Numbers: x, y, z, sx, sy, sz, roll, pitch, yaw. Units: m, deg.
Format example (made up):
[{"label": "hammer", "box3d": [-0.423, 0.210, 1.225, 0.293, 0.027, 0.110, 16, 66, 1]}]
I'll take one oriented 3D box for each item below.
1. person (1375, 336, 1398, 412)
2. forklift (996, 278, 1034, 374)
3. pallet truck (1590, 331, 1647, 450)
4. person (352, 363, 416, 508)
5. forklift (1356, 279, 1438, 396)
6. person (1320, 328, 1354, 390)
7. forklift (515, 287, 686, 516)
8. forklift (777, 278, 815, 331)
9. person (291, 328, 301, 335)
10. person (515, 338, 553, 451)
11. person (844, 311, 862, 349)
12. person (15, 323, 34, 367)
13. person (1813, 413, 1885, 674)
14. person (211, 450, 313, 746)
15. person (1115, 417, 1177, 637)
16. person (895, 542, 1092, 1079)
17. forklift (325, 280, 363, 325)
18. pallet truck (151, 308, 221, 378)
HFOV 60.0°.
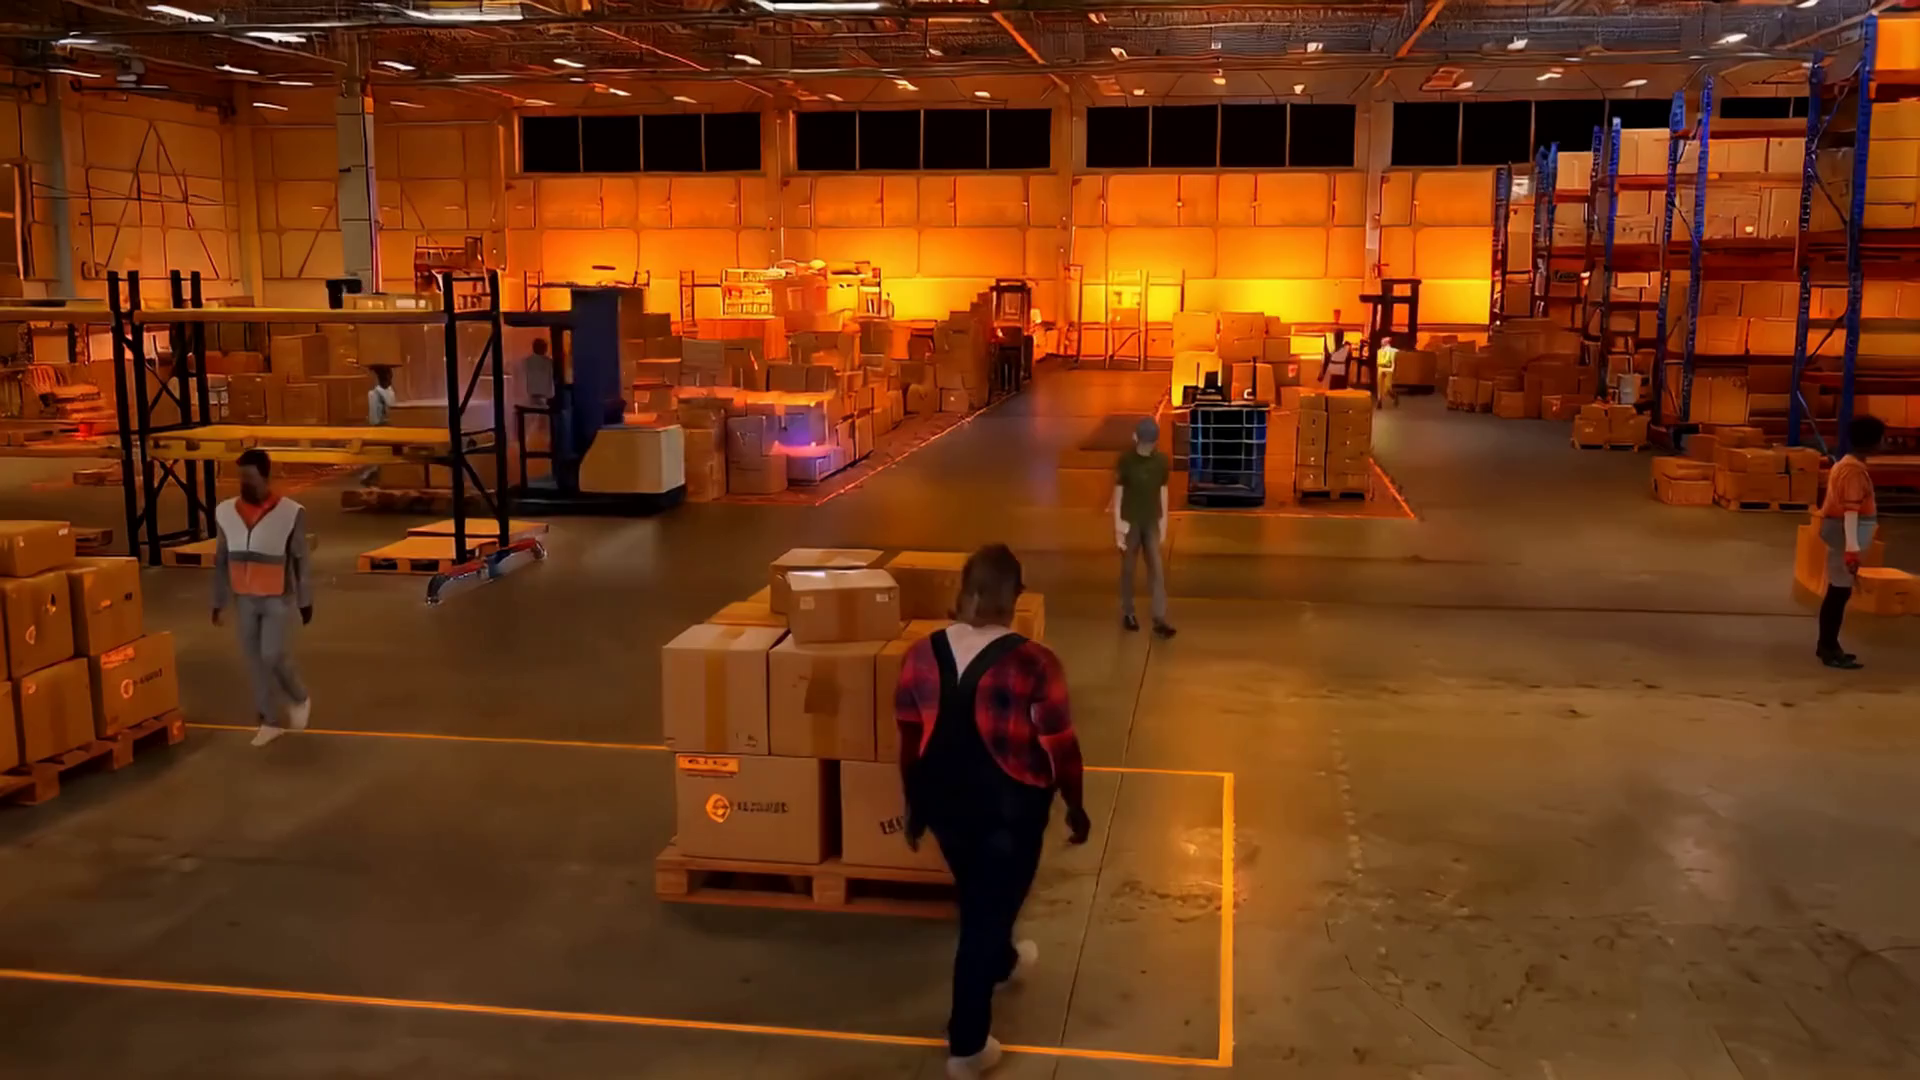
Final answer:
[{"label": "person", "box3d": [9.192, -3.565, 35.752, 0.451, 1.623, 0.536, -6, 11, -34]}, {"label": "forklift", "box3d": [1.512, -6.114, 47.625, 1.129, 2.768, 1.873, 1, 9, 9]}, {"label": "pallet truck", "box3d": [11.253, -2.573, 28.499, 0.823, 1.965, 1.885, 5, 10, 27]}, {"label": "person", "box3d": [-7.400, -1.325, 21.219, 0.782, 1.864, 0.580, 1, 9, 5]}, {"label": "forklift", "box3d": [10.670, -4.936, 40.359, 1.129, 2.768, 1.873, -3, 10, -21]}, {"label": "person", "box3d": [7.488, -3.249, 32.958, 0.646, 1.909, 0.395, 8, 12, 42]}, {"label": "forklift", "box3d": [-4.490, -1.758, 20.757, 1.873, 2.768, 1.129, 1, 9, 9]}, {"label": "forklift", "box3d": [-4.287, -5.473, 43.668, 1.129, 2.768, 1.873, -4, 10, -23]}, {"label": "person", "box3d": [-16.707, -4.562, 42.008, 0.513, 1.594, 0.865, -2, 9, -14]}, {"label": "person", "box3d": [-7.140, -2.446, 28.018, 0.641, 1.914, 0.911, 3, 10, 21]}, {"label": "person", "box3d": [-2.916, -5.247, 45.177, 0.544, 1.939, 0.354, -6, 11, -33]}, {"label": "person", "box3d": [-19.482, -3.556, 34.746, 0.374, 1.935, 0.552, -2, 9, -13]}, {"label": "person", "box3d": [6.749, 0.014, 12.636, 0.362, 1.963, 0.614, 4, 10, 21]}, {"label": "person", "box3d": [-4.475, 0.367, 10.656, 0.593, 1.903, 0.444, 1, 9, 7]}, {"label": "person", "box3d": [1.521, -0.100, 13.755, 0.524, 1.828, 0.914, -2, 9, -10]}, {"label": "person", "box3d": [0.164, 0.976, 6.476, 0.699, 2.000, 0.991, 6, 11, 34]}, {"label": "forklift", "box3d": [-13.220, -4.202, 35.829, 1.873, 2.768, 1.129, 1, 9, 9]}, {"label": "pallet truck", "box3d": [-21.869, -5.598, 47.154, 0.823, 1.965, 1.885, 4, 10, 26]}]
